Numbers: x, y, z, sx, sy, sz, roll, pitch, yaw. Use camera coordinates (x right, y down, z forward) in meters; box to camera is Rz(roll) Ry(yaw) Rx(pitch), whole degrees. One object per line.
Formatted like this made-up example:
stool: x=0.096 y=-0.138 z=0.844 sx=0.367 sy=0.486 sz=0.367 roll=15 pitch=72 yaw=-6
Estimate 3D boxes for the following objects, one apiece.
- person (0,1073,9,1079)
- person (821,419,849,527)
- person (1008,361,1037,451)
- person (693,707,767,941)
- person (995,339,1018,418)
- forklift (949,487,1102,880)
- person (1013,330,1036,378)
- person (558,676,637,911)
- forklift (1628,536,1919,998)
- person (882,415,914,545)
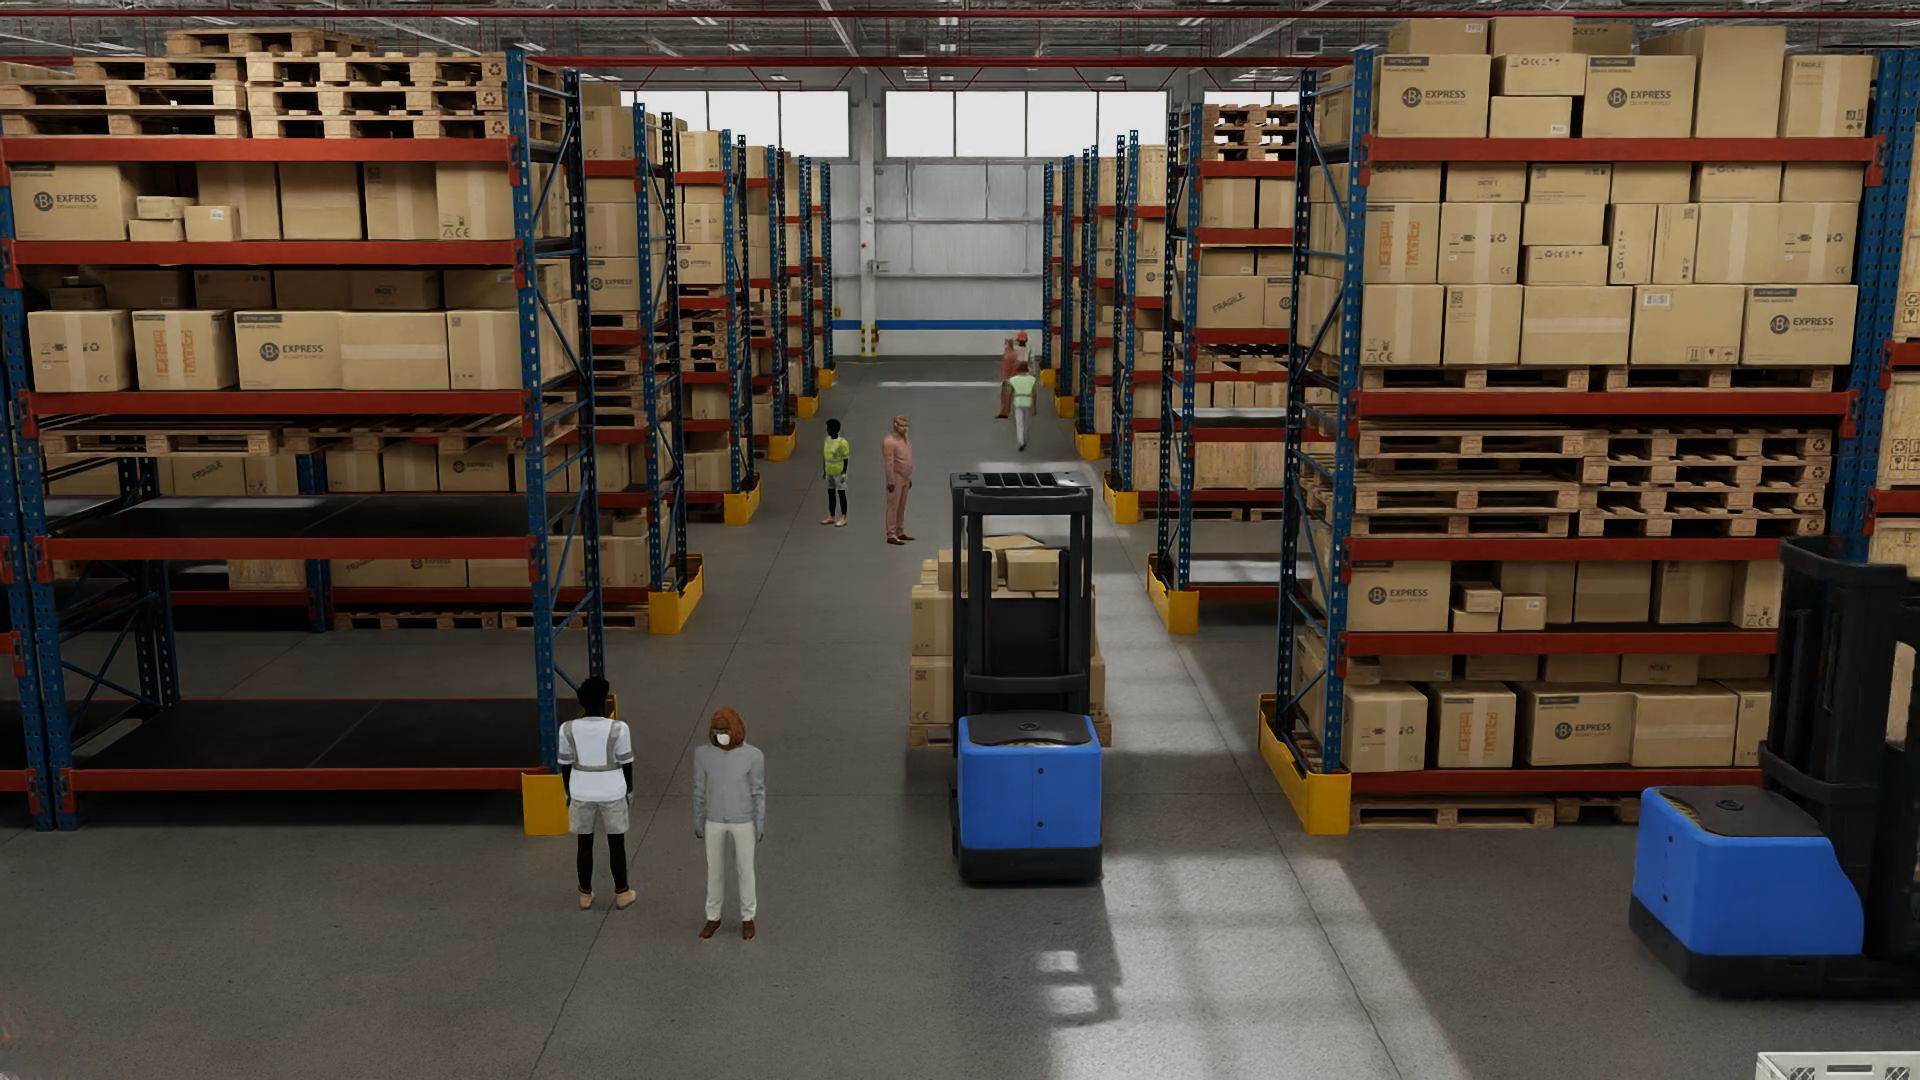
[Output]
person: x=-3.968 y=2.739 z=6.611 sx=1.008 sy=1.880 sz=0.571 roll=1 pitch=11 yaw=5
person: x=-1.942 y=-1.049 z=25.857 sx=0.530 sy=1.692 sz=0.321 roll=10 pitch=15 yaw=41
person: x=1.278 y=-2.738 z=33.944 sx=0.578 sy=1.811 sz=0.935 roll=0 pitch=11 yaw=-2
person: x=-1.560 y=1.919 z=11.290 sx=0.501 sy=1.633 sz=0.284 roll=1 pitch=11 yaw=5
person: x=1.175 y=-3.748 z=38.770 sx=0.748 sy=1.883 sz=0.667 roll=3 pitch=12 yaw=14
forklift: x=0.495 y=0.986 z=12.813 sx=1.129 sy=2.768 sz=1.873 roll=0 pitch=11 yaw=-2
person: x=1.498 y=-3.950 z=39.438 sx=0.610 sy=2.022 sz=0.689 roll=-1 pitch=11 yaw=-7
person: x=-2.554 y=1.793 z=11.755 sx=0.530 sy=1.697 sz=0.322 roll=1 pitch=11 yaw=3
forklift: x=5.507 y=1.415 z=10.686 sx=1.873 sy=2.768 sz=1.129 roll=0 pitch=11 yaw=-1
person: x=-0.887 y=-0.893 z=24.567 sx=0.407 sy=1.902 sz=0.639 roll=5 pitch=13 yaw=24
